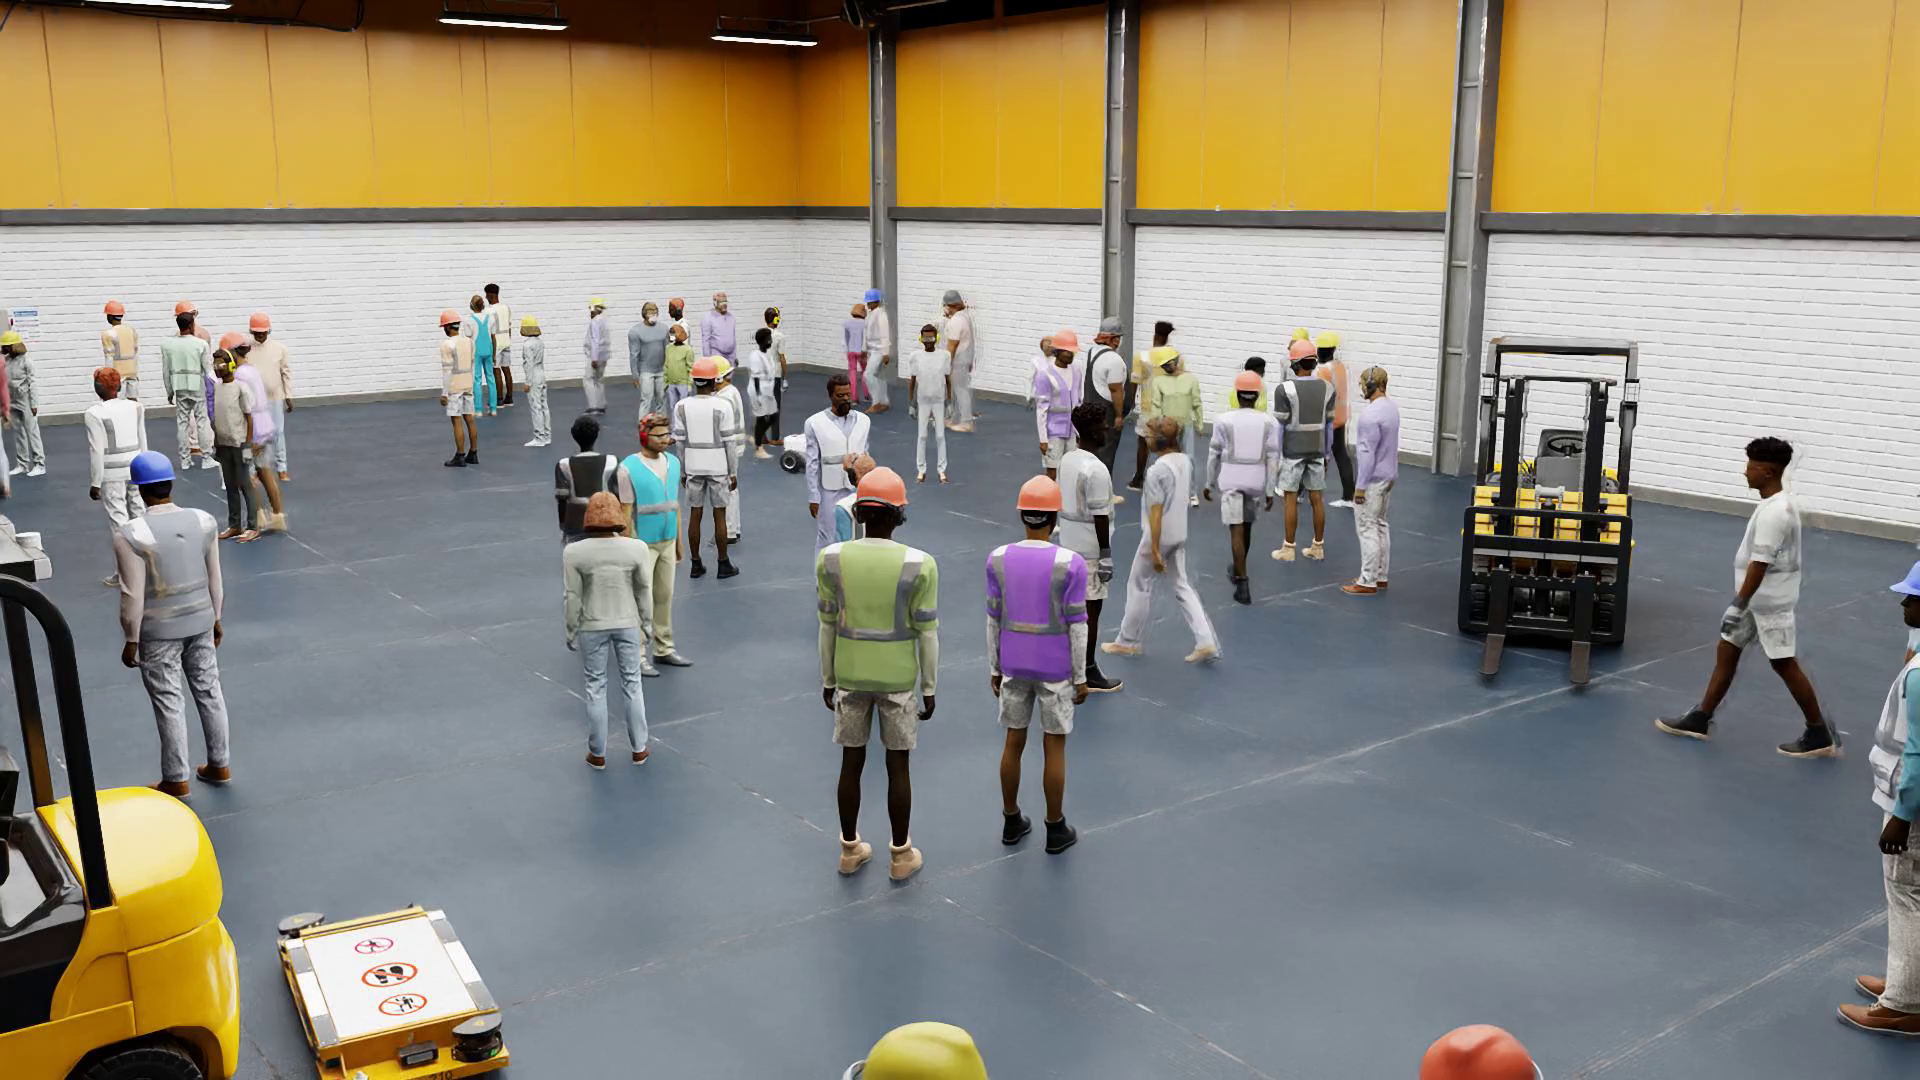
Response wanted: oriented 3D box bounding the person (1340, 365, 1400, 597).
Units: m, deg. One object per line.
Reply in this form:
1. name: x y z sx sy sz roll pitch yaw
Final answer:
1. person: 3.462 -0.494 13.907 0.376 1.928 0.636 7 14 30

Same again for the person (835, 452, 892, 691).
1. person: -0.640 0.231 11.092 0.311 1.642 0.512 10 15 40

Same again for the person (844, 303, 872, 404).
1. person: -1.615 -3.008 26.803 0.499 1.602 0.677 3 12 16

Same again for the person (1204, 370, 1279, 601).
1. person: 2.357 -0.473 13.898 0.559 1.887 0.993 -1 12 -4

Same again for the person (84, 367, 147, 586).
1. person: -7.192 -0.541 14.230 0.349 1.882 0.577 4 13 21

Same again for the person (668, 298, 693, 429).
1. person: -3.988 -2.510 23.754 0.358 1.880 0.576 -3 12 -16

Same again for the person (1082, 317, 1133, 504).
1. person: 1.619 -1.427 18.125 0.537 2.000 0.690 -5 13 -21

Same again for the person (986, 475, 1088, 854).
1. person: 0.399 0.632 8.465 0.545 1.929 0.389 5 13 25

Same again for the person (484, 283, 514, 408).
1. person: -7.286 -3.060 26.198 0.368 1.963 0.603 5 13 21

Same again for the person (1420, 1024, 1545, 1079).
1. person: 0.993 1.779 3.346 0.329 1.750 0.560 -8 14 -35

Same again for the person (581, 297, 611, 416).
1. person: -5.545 -2.780 25.250 0.477 1.797 0.665 1 12 3

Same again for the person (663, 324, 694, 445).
1. person: -3.750 -2.061 22.179 0.500 1.633 0.286 7 14 31

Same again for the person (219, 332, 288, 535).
1. person: -6.966 -1.033 16.333 0.604 1.999 0.633 -1 12 -5

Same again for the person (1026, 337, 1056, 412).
1. person: 1.081 -1.711 20.580 0.537 1.590 0.859 3 12 14

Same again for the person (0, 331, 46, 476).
1. person: -11.218 -1.623 19.830 0.486 1.737 0.318 4 12 18

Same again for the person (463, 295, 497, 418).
1. person: -7.224 -2.763 25.057 0.508 1.846 0.345 -10 15 -40

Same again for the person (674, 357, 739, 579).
1. person: -2.197 -0.621 14.484 0.545 1.939 0.354 2 12 11

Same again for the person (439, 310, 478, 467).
1. person: -6.208 -1.865 20.508 0.370 1.932 0.543 5 13 24

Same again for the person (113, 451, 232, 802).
1. person: -4.352 0.473 9.184 0.406 1.941 0.614 7 13 29

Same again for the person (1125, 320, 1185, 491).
1. person: 2.225 -1.506 18.745 0.722 1.947 0.555 -4 12 -18

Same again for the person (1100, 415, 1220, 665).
1. person: 1.467 0.000 11.832 0.911 1.801 0.506 11 16 44

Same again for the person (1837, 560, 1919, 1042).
1. person: 3.802 1.008 6.586 0.382 1.949 0.614 10 15 40

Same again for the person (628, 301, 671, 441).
1. person: -4.131 -2.228 22.287 0.636 1.927 0.386 -11 16 -42

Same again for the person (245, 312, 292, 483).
1. person: -8.089 -1.651 19.344 0.610 1.986 0.393 -5 13 -24

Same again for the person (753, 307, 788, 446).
1. person: -2.522 -2.173 22.190 0.528 1.857 0.333 6 13 26

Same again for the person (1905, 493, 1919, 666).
1. person: 5.446 0.504 9.144 0.622 1.895 0.446 -9 15 -37

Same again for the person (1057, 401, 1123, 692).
1. person: 0.861 0.043 11.208 0.367 1.966 0.607 -5 13 -23

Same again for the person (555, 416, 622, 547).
1. person: -2.808 -0.106 12.649 0.526 1.668 0.800 -1 12 -5

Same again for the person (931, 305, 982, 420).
1. person: -0.082 -2.659 24.567 0.829 1.838 0.530 7 14 30

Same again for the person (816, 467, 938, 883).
1. person: -0.392 0.656 8.103 0.601 2.036 0.404 2 12 10

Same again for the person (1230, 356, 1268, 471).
1. person: 2.995 -1.078 17.291 0.551 1.680 0.399 -10 15 -39

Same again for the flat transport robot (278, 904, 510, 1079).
1. flat transport robot: -2.332 1.819 6.747 0.652 0.197 1.431 -6 13 -28

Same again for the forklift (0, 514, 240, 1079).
1. forklift: -3.687 1.115 5.480 2.313 2.155 1.214 -9 15 -36

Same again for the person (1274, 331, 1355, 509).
1. person: 3.874 -1.288 17.848 0.965 1.876 0.612 9 15 36

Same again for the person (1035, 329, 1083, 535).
1. person: 1.009 -1.061 16.392 0.611 2.032 0.411 -11 16 -43

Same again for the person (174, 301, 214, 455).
1. person: -9.910 -2.092 21.500 0.409 1.980 0.622 2 12 11

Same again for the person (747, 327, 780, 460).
1. person: -2.508 -1.849 21.046 0.395 1.683 0.535 4 12 19

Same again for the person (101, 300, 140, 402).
1. person: -11.188 -2.216 22.180 0.347 1.943 0.545 4 12 19

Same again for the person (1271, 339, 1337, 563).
1. person: 3.105 -0.805 15.158 0.603 2.034 0.416 -4 12 -17

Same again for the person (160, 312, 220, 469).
1. person: -9.411 -1.821 20.329 0.599 1.916 0.375 0 12 0

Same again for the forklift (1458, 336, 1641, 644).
1. forklift: 4.683 -0.471 13.136 1.214 2.155 2.313 4 12 20

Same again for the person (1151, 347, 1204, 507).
1. person: 2.349 -1.198 17.809 0.590 1.714 0.413 0 12 -1

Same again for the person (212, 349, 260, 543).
1. person: -7.024 -0.909 16.042 0.513 1.872 0.328 6 13 26

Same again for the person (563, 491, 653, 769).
1. person: -2.041 0.525 9.692 0.508 1.631 0.264 -4 12 -17

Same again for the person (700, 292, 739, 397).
1. person: -3.534 -2.719 24.692 0.400 1.907 0.644 10 15 40

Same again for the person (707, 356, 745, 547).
1. person: -2.252 -0.844 15.866 0.403 1.817 0.601 -1 12 -3

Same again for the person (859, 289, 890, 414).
1. person: -1.319 -2.871 25.383 0.584 1.918 0.630 -3 12 -16

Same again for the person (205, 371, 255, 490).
1. person: -8.273 -1.379 18.896 0.509 1.629 0.316 -8 14 -34

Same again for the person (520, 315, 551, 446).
1. person: -5.699 -2.124 22.215 0.324 1.743 0.490 2 12 10

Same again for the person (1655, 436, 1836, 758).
1. person: 4.799 0.338 9.921 0.996 1.922 0.627 5 13 22

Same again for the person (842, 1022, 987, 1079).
1. person: -0.089 1.775 3.185 0.403 1.826 0.589 2 12 8

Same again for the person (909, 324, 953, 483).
1. person: -0.338 -1.583 19.329 0.512 1.861 0.325 0 12 -1

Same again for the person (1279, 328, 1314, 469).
1. person: 4.100 -1.706 20.221 0.327 1.736 0.489 -10 15 -40

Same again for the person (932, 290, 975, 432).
1. person: -0.153 -2.555 23.576 0.818 2.000 0.699 3 12 13

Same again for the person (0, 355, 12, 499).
1. person: -10.678 -1.371 18.108 0.368 1.937 0.640 8 14 34

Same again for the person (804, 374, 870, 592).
1. person: -0.973 -0.384 13.388 0.593 1.918 0.388 -8 14 -35

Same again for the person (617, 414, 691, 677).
1. person: -2.160 0.028 11.596 0.378 1.837 0.566 7 14 31
